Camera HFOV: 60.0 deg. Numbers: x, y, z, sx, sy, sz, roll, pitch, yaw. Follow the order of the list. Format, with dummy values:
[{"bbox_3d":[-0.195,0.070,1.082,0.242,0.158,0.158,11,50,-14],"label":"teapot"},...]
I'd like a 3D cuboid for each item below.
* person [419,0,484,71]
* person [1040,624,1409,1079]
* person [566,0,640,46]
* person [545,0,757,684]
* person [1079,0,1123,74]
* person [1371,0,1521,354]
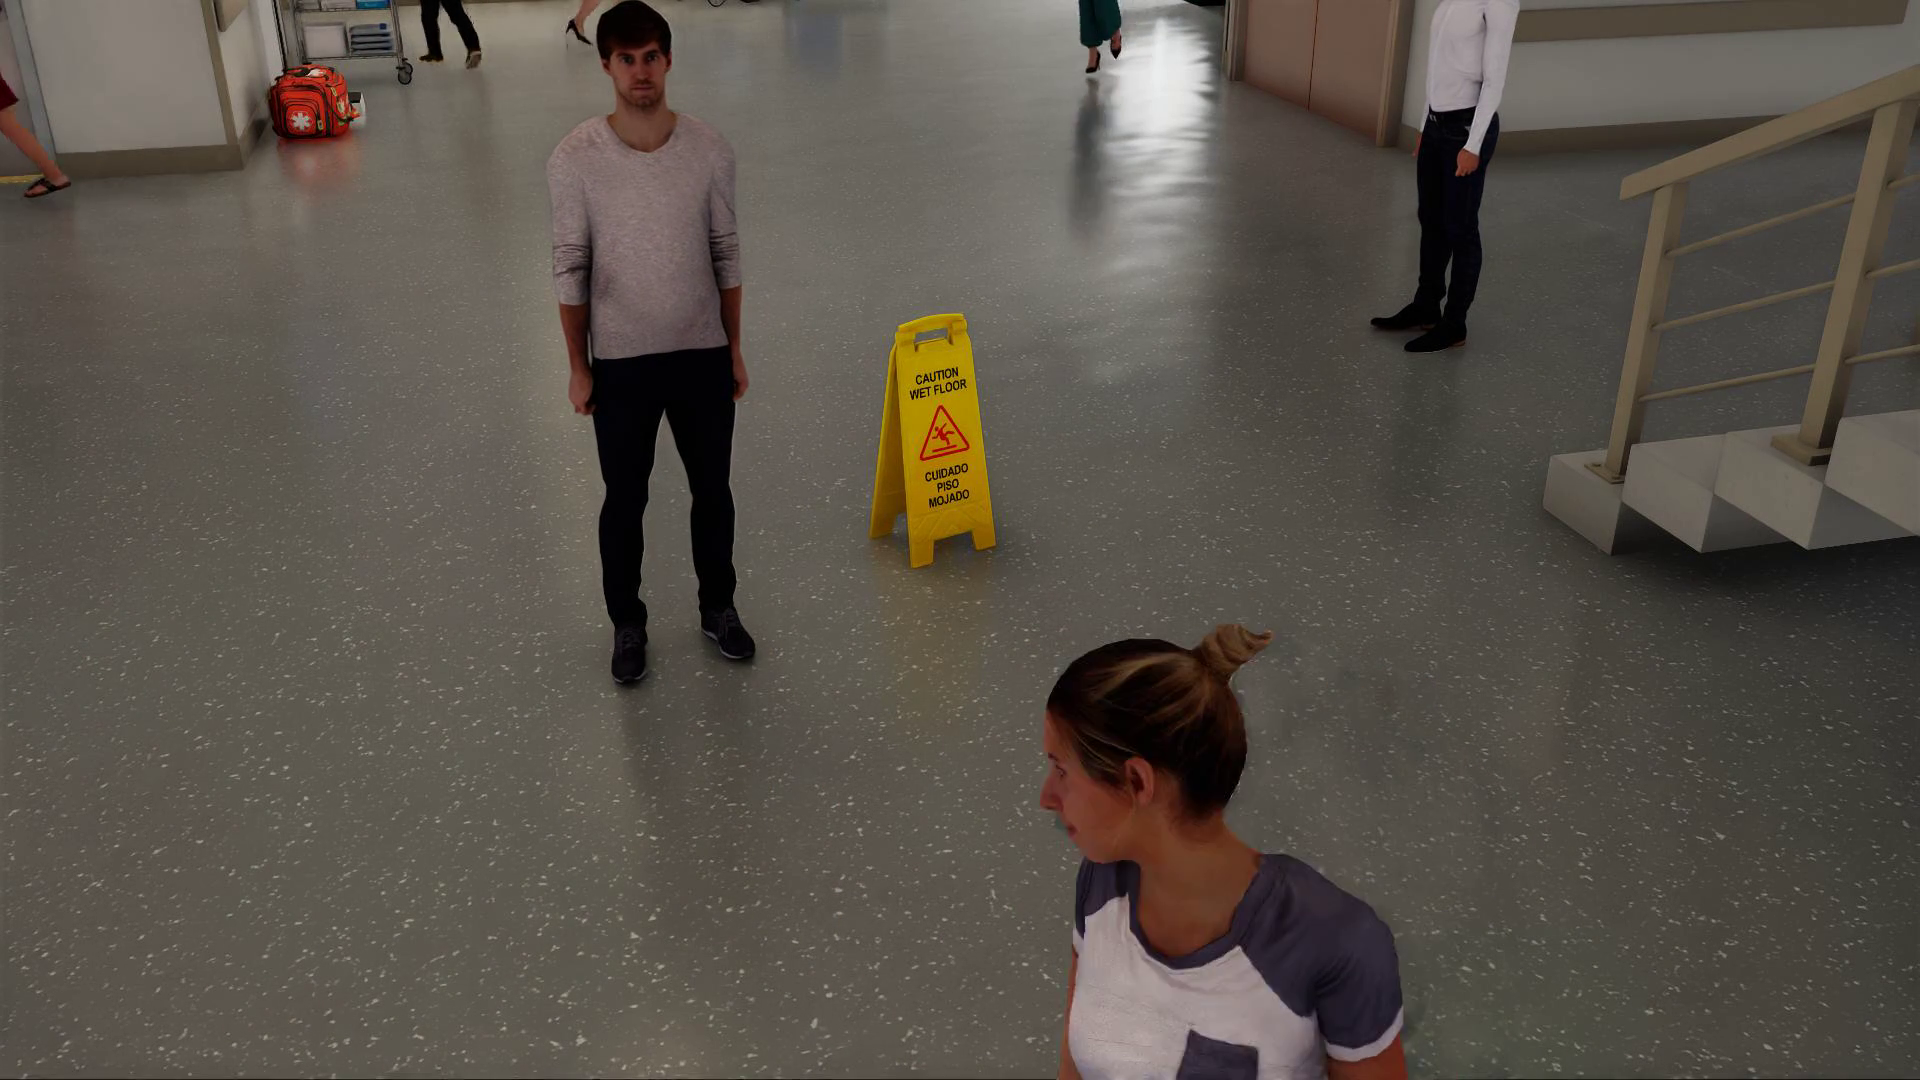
[{"bbox_3d":[-4.081,-4.425,13.125,1.049,1.424,0.938,20,32,35],"label":"person"},{"bbox_3d":[0.344,0.858,1.939,0.726,1.625,0.867,13,29,25],"label":"person"},{"bbox_3d":[-3.036,-5.014,14.097,0.749,1.641,0.977,-6,26,-12],"label":"person"},{"bbox_3d":[-0.823,-0.513,4.529,0.688,1.844,0.584,-10,28,-20],"label":"person"},{"bbox_3d":[1.118,-4.555,13.050,0.856,1.723,0.923,11,28,22],"label":"person"},{"bbox_3d":[2.129,-1.752,7.071,0.671,1.868,0.518,-6,26,-12],"label":"person"}]
